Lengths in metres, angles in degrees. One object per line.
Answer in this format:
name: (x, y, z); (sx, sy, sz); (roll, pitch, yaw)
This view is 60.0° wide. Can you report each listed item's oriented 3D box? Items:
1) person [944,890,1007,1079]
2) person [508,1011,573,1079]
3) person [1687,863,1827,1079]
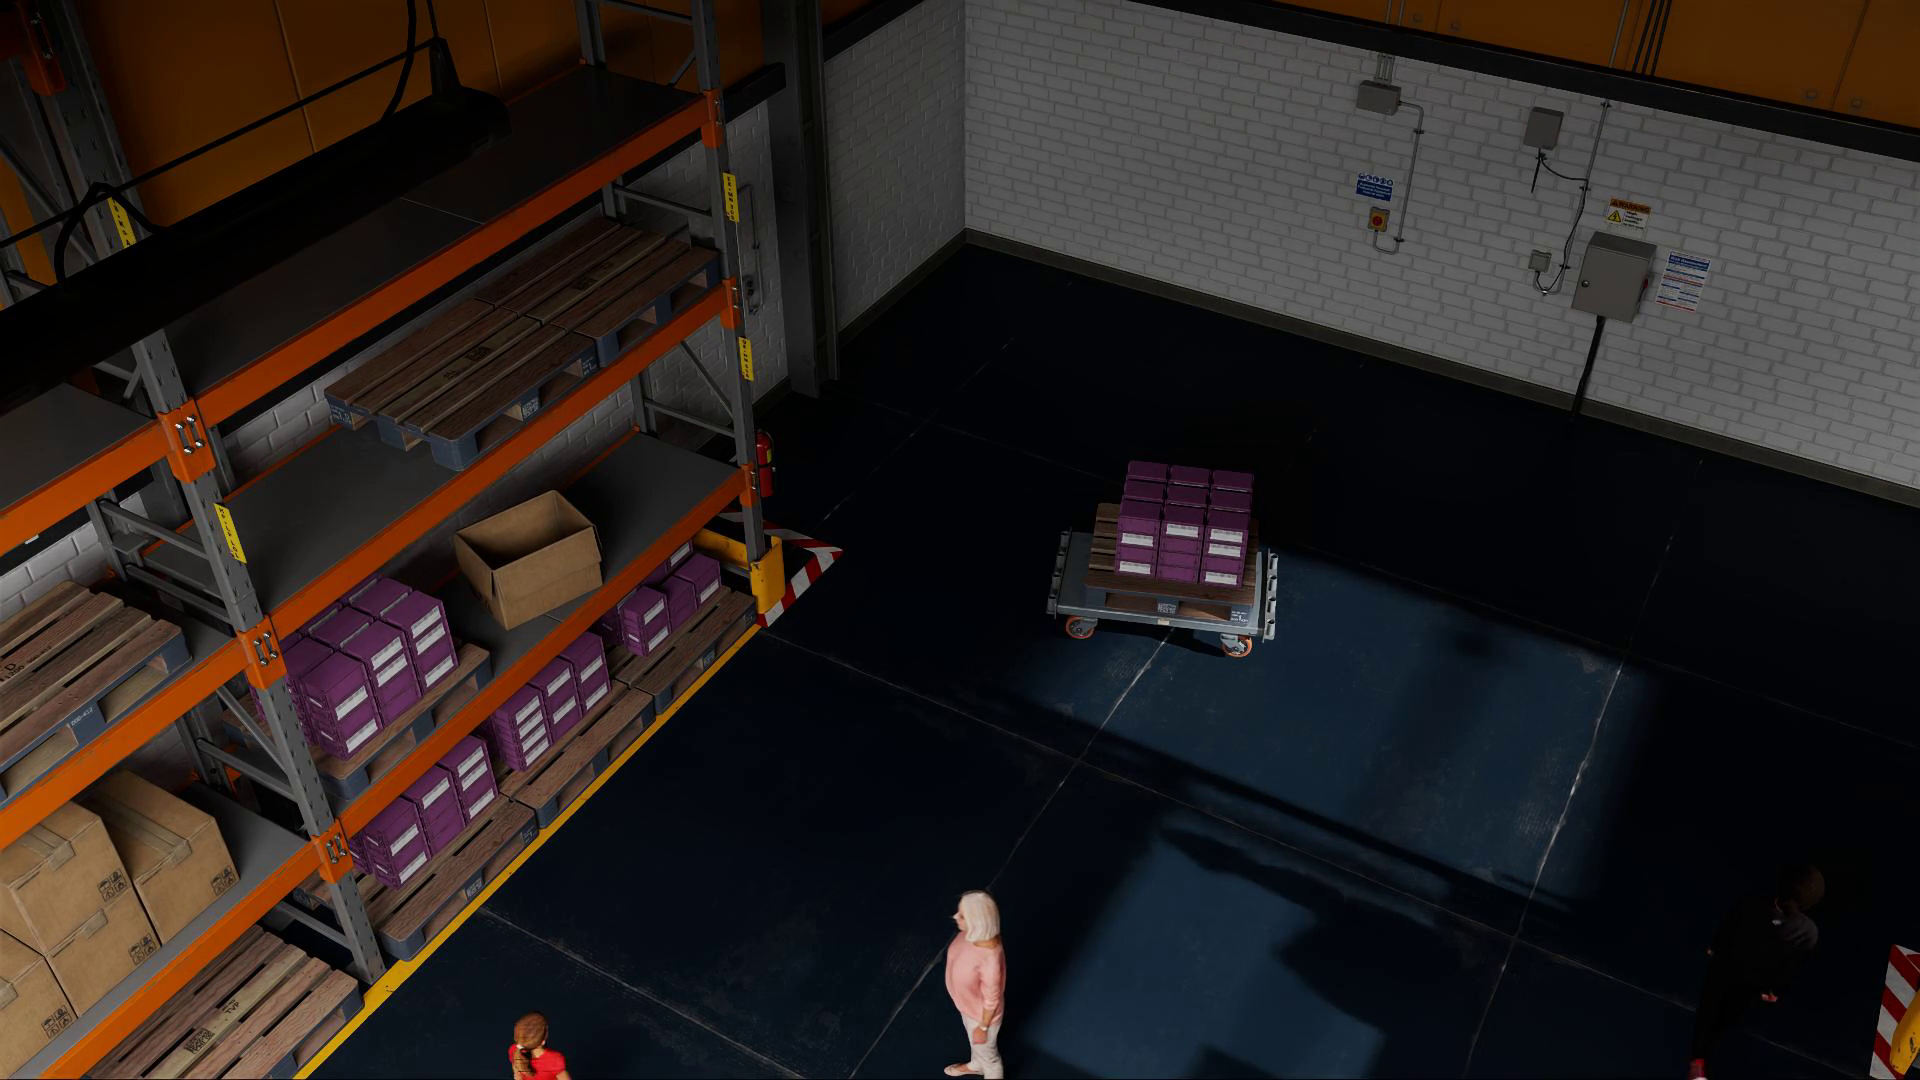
person: (0.105, 2.433, 8.833); (0.733, 1.724, 0.670); (-9, 39, -11)
person: (-2.149, 2.912, 8.574); (0.544, 1.298, 0.718); (13, 40, 15)
person: (4.233, 2.365, 8.975); (0.582, 1.653, 0.957); (19, 43, 23)
